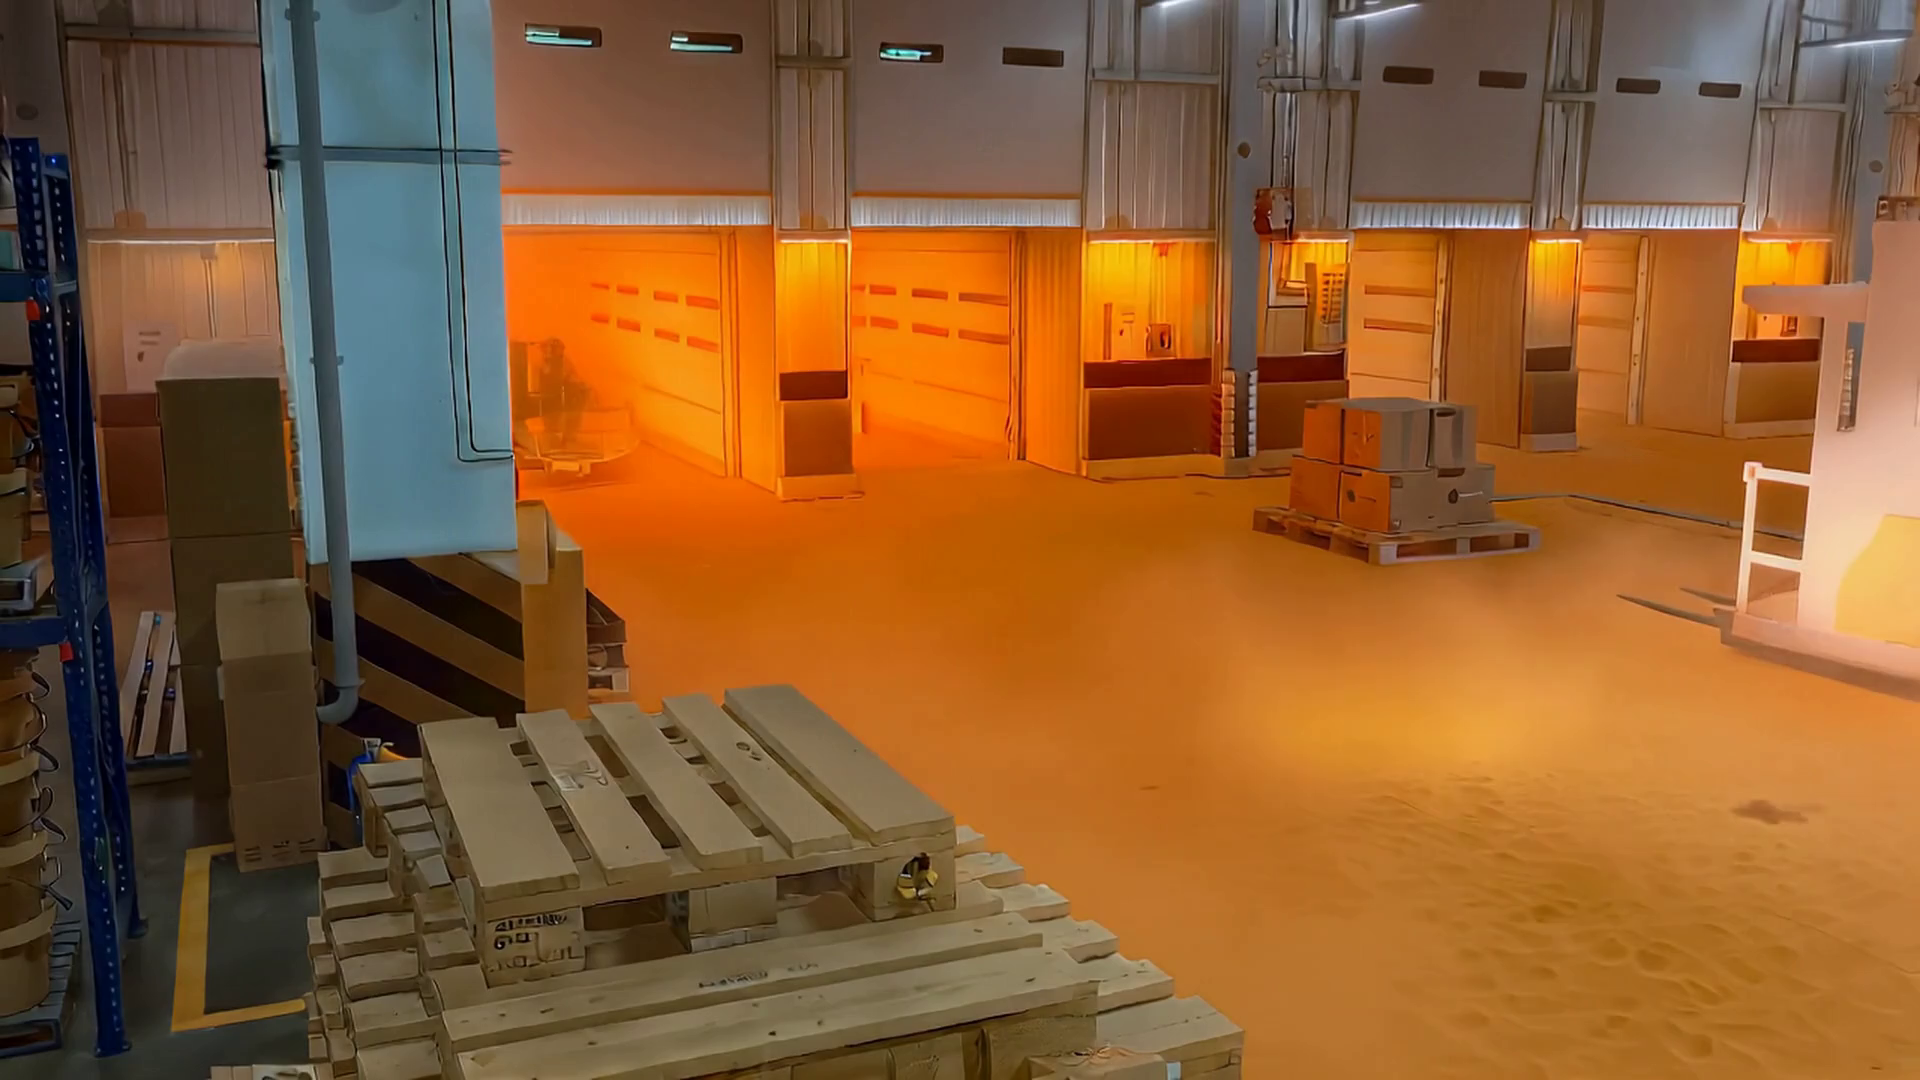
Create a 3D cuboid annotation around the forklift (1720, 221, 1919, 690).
[{"bbox_3d":[5.949,-0.550,10.218,1.129,2.768,1.873,-4,11,-23],"label":"forklift"}]
